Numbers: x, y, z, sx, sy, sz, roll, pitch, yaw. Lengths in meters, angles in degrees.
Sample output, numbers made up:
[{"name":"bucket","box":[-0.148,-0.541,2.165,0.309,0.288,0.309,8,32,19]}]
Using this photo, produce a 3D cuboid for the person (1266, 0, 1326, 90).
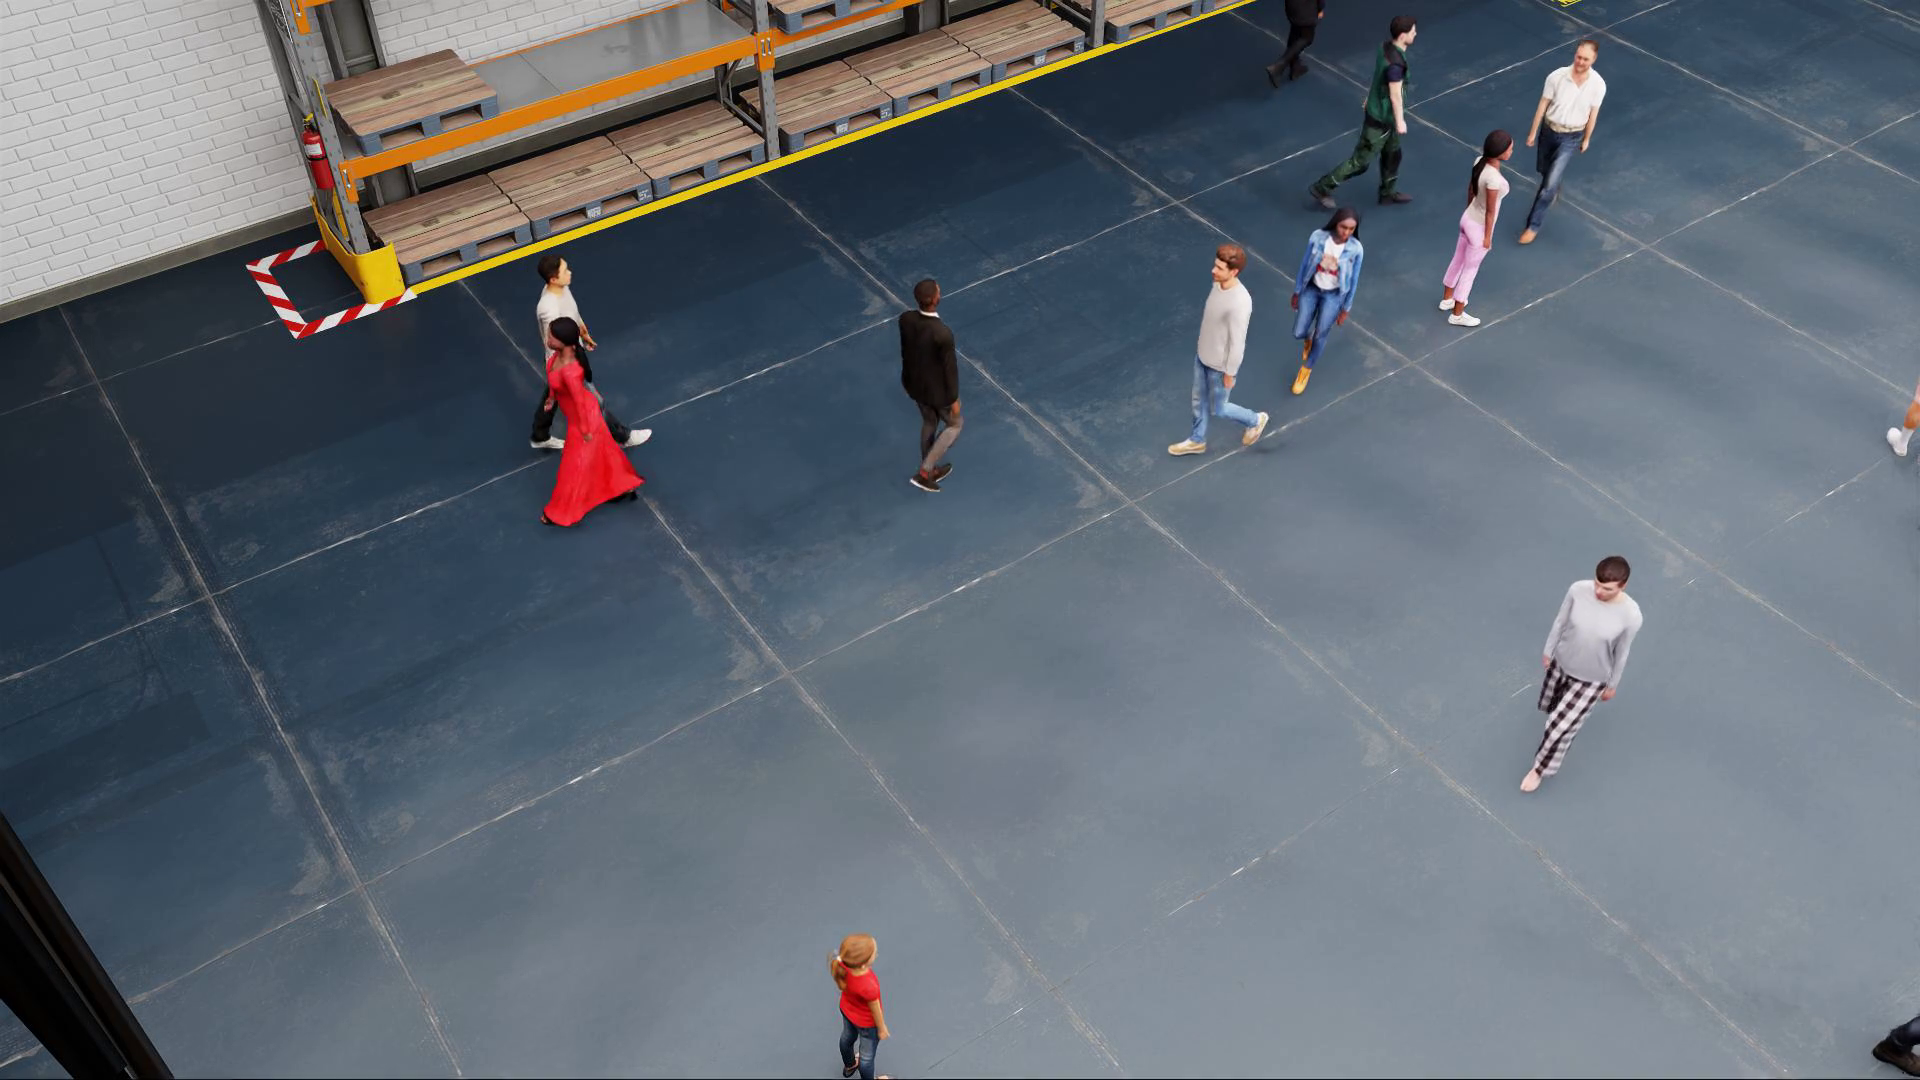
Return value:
[{"name":"person","box":[3.374,-5.326,16.554,0.971,1.764,0.639,-29,51,-27]}]

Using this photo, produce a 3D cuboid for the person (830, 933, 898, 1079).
[{"name":"person","box":[-0.528,2.467,8.703,0.481,1.309,0.495,-29,51,-27]}]

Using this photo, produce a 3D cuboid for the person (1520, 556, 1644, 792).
[{"name":"person","box":[3.827,0.728,10.159,0.758,1.818,1.092,35,53,31]}]

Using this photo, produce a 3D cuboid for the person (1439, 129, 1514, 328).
[{"name":"person","box":[4.245,-2.578,13.683,0.667,1.743,0.658,-4,44,-4]}]

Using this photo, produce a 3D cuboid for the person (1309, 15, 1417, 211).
[{"name":"person","box":[3.666,-3.773,14.849,1.282,1.866,1.179,6,44,6]}]

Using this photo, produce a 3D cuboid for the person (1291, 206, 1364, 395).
[{"name":"person","box":[2.875,-1.931,13.039,0.826,1.696,0.906,20,47,19]}]

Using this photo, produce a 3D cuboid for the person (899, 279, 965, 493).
[{"name":"person","box":[-0.271,-1.053,12.053,0.837,1.785,0.791,-34,53,-30]}]

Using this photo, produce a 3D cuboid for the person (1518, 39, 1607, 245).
[{"name":"person","box":[5.340,-3.609,14.712,0.962,1.819,1.314,27,50,25]}]

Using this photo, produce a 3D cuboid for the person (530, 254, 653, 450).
[{"name":"person","box":[-3.032,-1.335,12.364,1.280,1.764,1.051,-5,44,-5]}]

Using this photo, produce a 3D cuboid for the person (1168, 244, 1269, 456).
[{"name":"person","box":[1.992,-1.368,12.311,1.077,1.885,0.868,-10,45,-11]}]

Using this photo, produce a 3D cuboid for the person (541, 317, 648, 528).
[{"name":"person","box":[-2.641,-0.874,11.891,1.116,1.749,0.866,-10,45,-10]}]
